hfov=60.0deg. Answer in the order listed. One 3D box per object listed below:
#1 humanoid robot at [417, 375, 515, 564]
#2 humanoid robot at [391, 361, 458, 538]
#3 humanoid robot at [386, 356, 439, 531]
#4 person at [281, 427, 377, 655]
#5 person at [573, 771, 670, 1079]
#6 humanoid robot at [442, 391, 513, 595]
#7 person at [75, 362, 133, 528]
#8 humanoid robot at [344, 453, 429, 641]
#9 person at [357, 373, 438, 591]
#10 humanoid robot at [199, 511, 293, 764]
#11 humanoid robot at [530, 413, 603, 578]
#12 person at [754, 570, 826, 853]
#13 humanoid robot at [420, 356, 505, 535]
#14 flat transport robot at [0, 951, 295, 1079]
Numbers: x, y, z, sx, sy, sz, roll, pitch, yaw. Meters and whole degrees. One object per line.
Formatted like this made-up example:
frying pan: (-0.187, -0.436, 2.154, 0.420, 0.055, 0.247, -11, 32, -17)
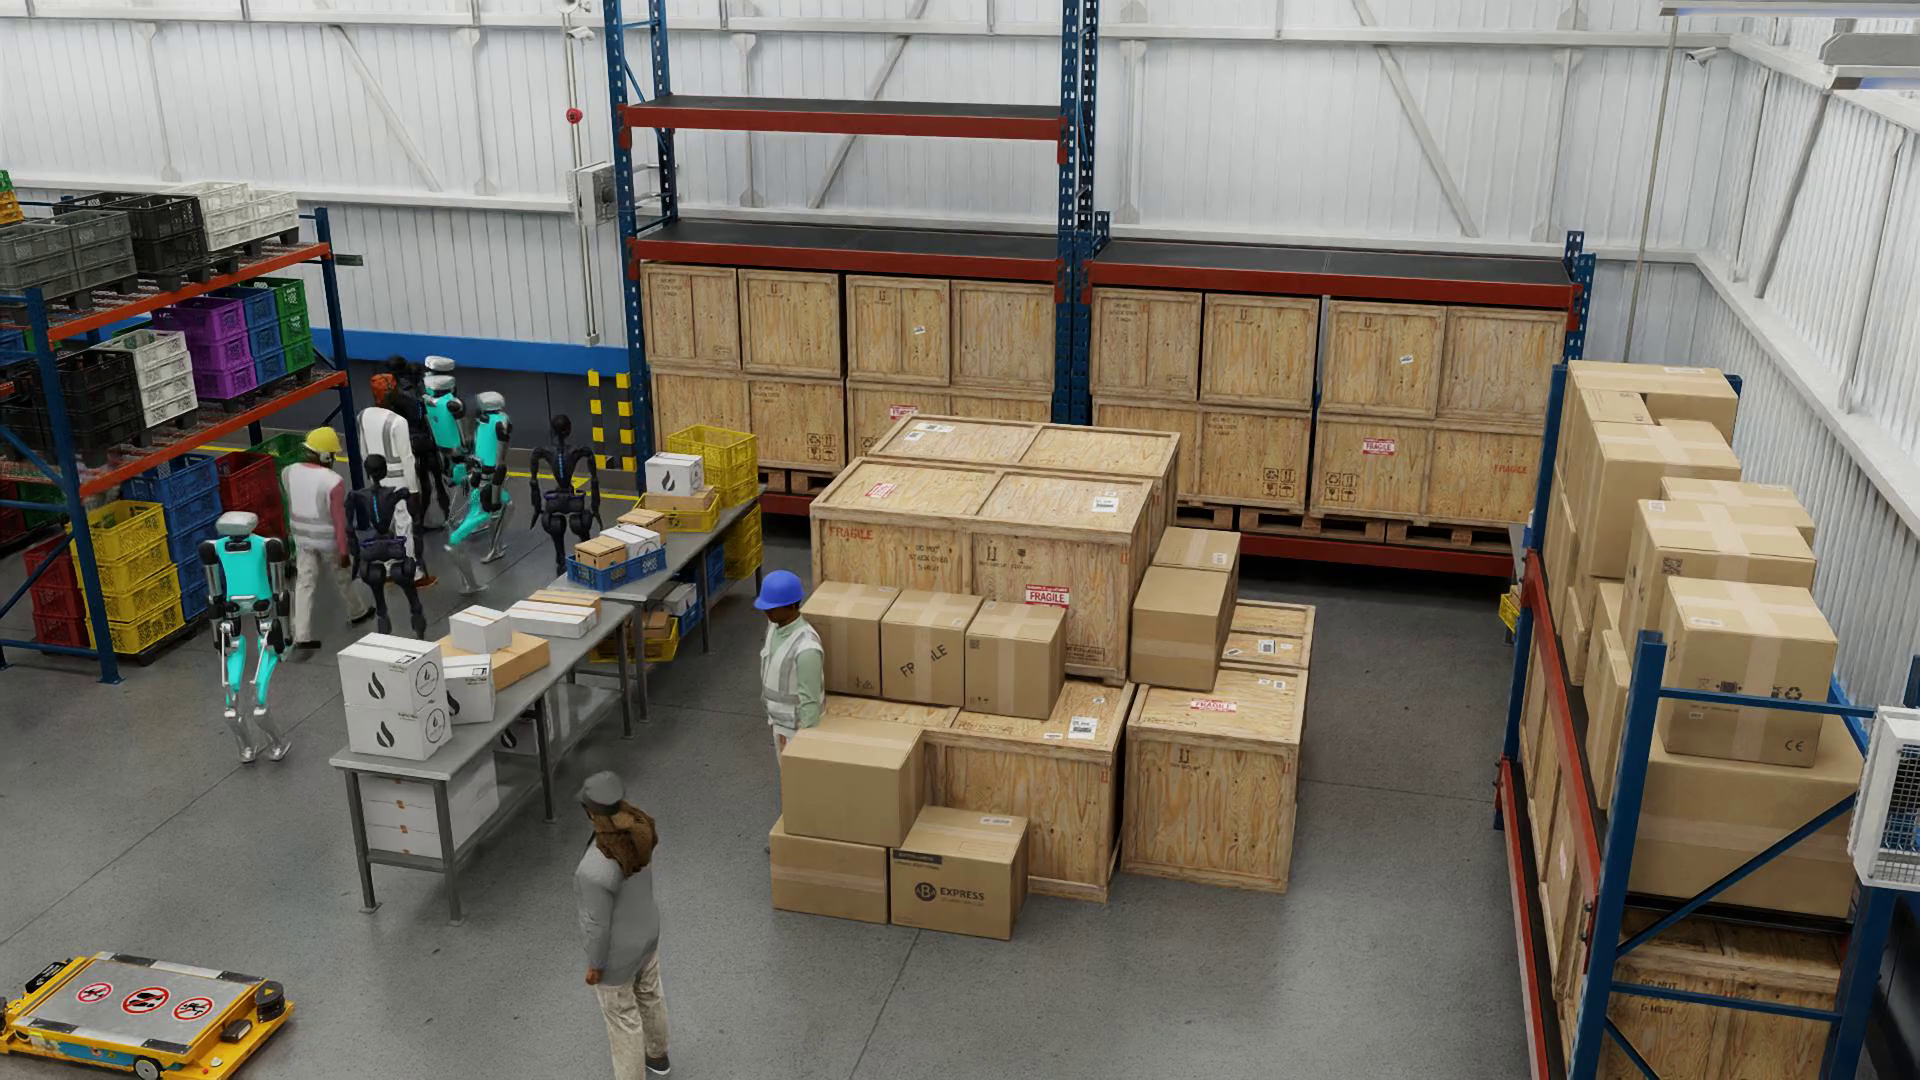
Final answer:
humanoid robot: (-4.259, -0.655, 14.714, 0.566, 1.777, 0.854, 14, 25, 33)
humanoid robot: (-4.939, -0.829, 15.230, 0.609, 1.643, 0.312, -12, 24, -29)
humanoid robot: (-5.152, -0.876, 15.376, 0.612, 1.649, 0.441, 7, 22, 19)
person: (-4.986, -0.016, 12.991, 0.597, 1.766, 0.954, 5, 21, 12)
person: (-1.617, 1.907, 7.957, 0.399, 1.765, 0.572, 6, 22, 16)
humanoid robot: (-4.087, -0.289, 13.843, 0.828, 1.830, 0.554, -16, 26, -36)
person: (-7.309, -0.547, 14.049, 0.607, 2.011, 0.866, 4, 21, 10)
humanoid robot: (-4.373, 0.147, 12.701, 0.602, 1.643, 0.382, -4, 21, -9)
person: (-4.787, -0.484, 14.052, 0.573, 1.881, 0.357, 13, 25, 31)
humanoid robot: (-4.736, 0.699, 11.017, 0.531, 1.686, 0.744, -3, 21, -7)
humanoid robot: (-3.261, -0.257, 13.738, 0.597, 1.656, 0.395, -2, 21, -6)
person: (-0.999, 1.074, 9.906, 0.410, 1.939, 0.606, -10, 23, -23)
humanoid robot: (-4.450, -0.900, 15.150, 0.735, 1.681, 0.533, -17, 27, -37)
flat transport robot: (-4.270, 2.464, 8.601, 1.431, 0.231, 0.659, 5, 22, 13)
